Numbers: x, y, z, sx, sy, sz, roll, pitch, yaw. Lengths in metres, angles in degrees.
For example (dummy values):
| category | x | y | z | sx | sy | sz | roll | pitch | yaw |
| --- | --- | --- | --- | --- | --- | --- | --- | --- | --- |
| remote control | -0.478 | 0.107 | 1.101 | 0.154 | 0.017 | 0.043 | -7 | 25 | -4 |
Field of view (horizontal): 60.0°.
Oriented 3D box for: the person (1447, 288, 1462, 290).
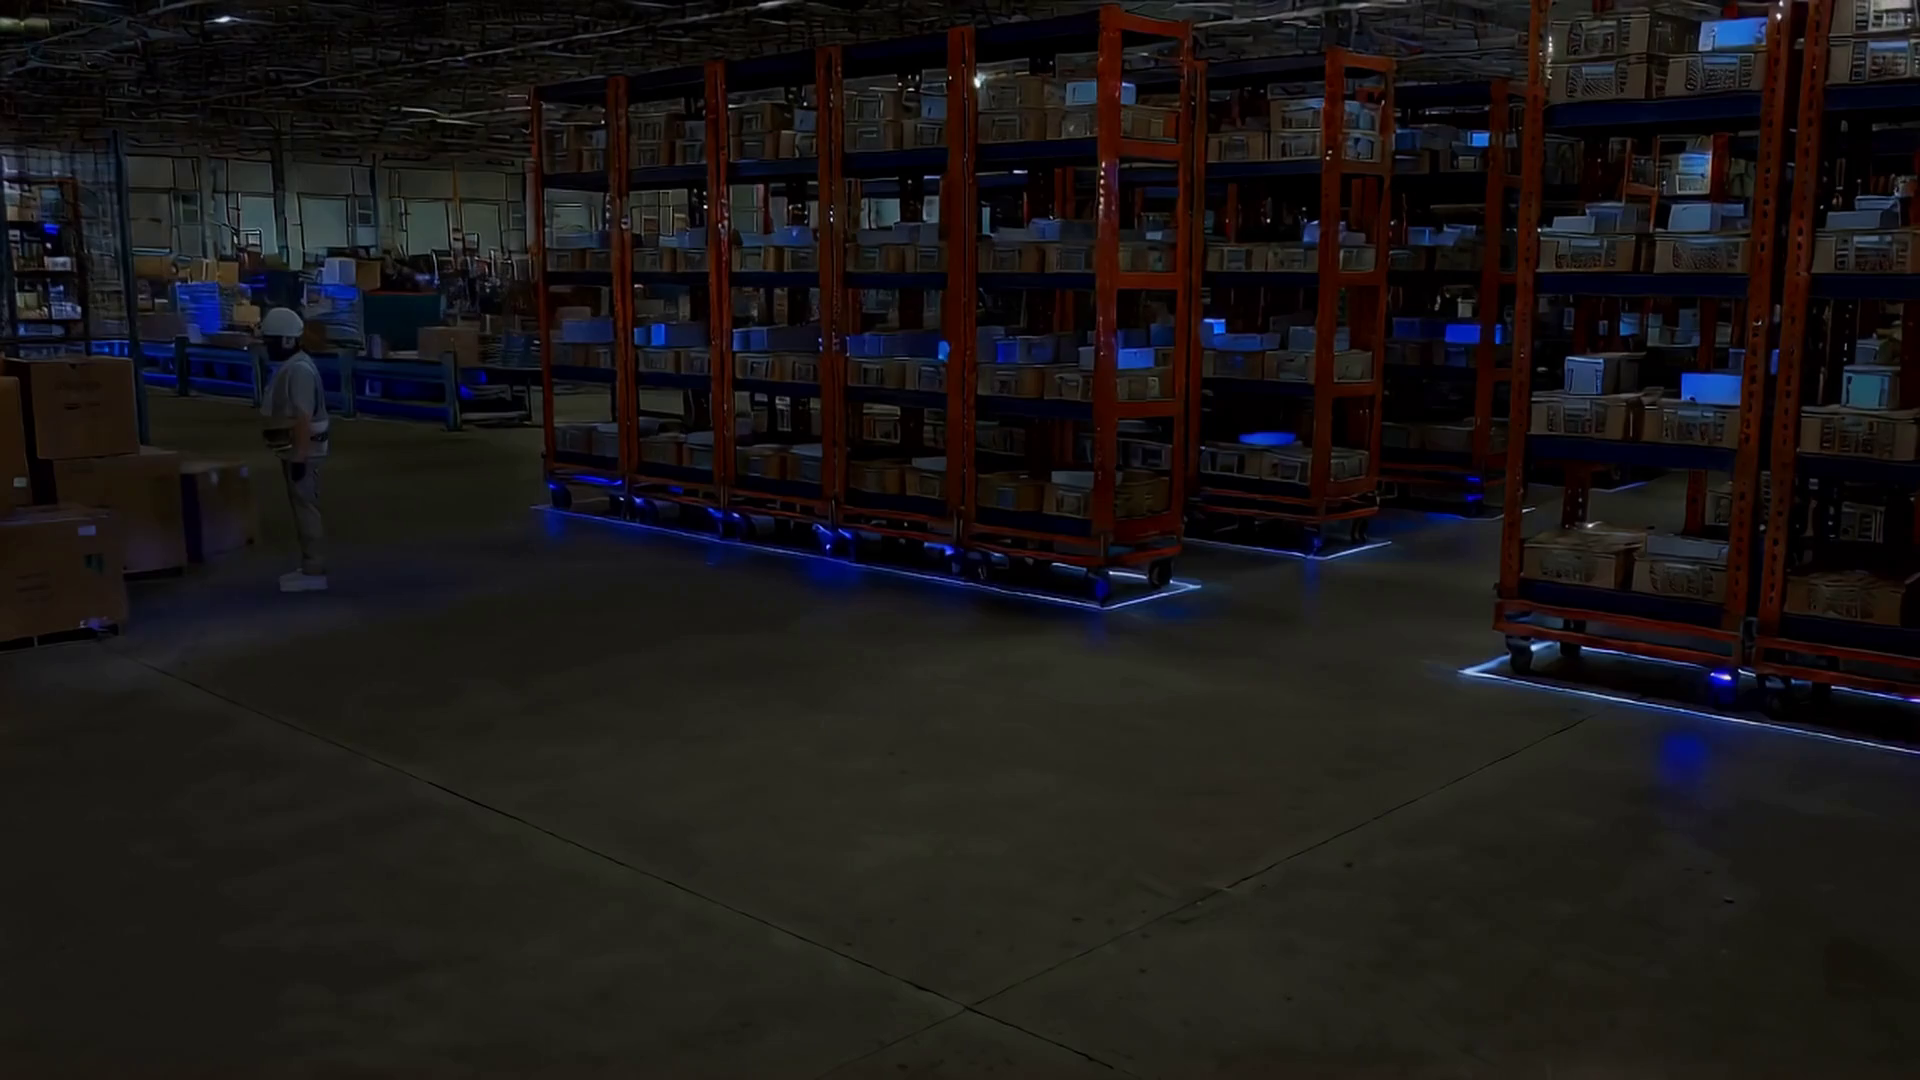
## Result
| category | x | y | z | sx | sy | sz | roll | pitch | yaw |
| --- | --- | --- | --- | --- | --- | --- | --- | --- | --- |
| person | 17.763 | -8.611 | 59.744 | 0.406 | 1.902 | 0.638 | -9 | 13 | -42 |

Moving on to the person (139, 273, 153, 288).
| category | x | y | z | sx | sy | sz | roll | pitch | yaw |
| --- | --- | --- | --- | --- | --- | --- | --- | --- | --- |
| person | -33.930 | -10.167 | 69.291 | 0.640 | 1.905 | 0.962 | 2 | 9 | 12 |

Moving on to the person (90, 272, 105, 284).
| category | x | y | z | sx | sy | sz | roll | pitch | yaw |
| --- | --- | --- | --- | --- | --- | --- | --- | --- | --- |
| person | -36.189 | -10.274 | 69.851 | 0.594 | 1.924 | 0.382 | -9 | 13 | -43 |

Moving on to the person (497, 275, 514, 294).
| category | x | y | z | sx | sy | sz | roll | pitch | yaw |
| --- | --- | --- | --- | --- | --- | --- | --- | --- | --- |
| person | -15.376 | -8.029 | 56.304 | 0.566 | 1.877 | 0.840 | 1 | 9 | 6 |

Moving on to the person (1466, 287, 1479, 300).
| category | x | y | z | sx | sy | sz | roll | pitch | yaw |
| --- | --- | --- | --- | --- | --- | --- | --- | --- | --- |
| person | 14.032 | -6.137 | 45.557 | 0.509 | 1.578 | 0.872 | -5 | 10 | -27 |

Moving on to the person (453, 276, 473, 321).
| category | x | y | z | sx | sy | sz | roll | pitch | yaw |
| --- | --- | --- | --- | --- | --- | --- | --- | --- | --- |
| person | -13.450 | -6.190 | 44.990 | 0.526 | 1.869 | 0.315 | -3 | 10 | -20 |

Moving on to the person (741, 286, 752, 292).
| category | x | y | z | sx | sy | sz | roll | pitch | yaw |
| --- | --- | --- | --- | --- | --- | --- | --- | --- | --- |
| person | -8.938 | -10.183 | 69.338 | 0.378 | 1.931 | 0.775 | 6 | 11 | 34 |

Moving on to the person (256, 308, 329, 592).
| category | x | y | z | sx | sy | sz | roll | pitch | yaw |
| --- | --- | --- | --- | --- | --- | --- | --- | --- | --- |
| person | -4.299 | -0.580 | 10.752 | 0.404 | 1.824 | 0.586 | -5 | 10 | -28 |

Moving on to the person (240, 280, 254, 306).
| category | x | y | z | sx | sy | sz | roll | pitch | yaw |
| --- | --- | --- | --- | --- | --- | --- | --- | --- | --- |
| person | -20.124 | -6.460 | 46.999 | 0.401 | 1.743 | 0.538 | 1 | 9 | 9 |

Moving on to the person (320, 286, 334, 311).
| category | x | y | z | sx | sy | sz | roll | pitch | yaw |
| --- | --- | --- | --- | --- | --- | --- | --- | --- | --- |
| person | -23.957 | -9.177 | 62.993 | 0.366 | 1.996 | 0.651 | 5 | 11 | 30 |

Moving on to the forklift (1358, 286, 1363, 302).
| category | x | y | z | sx | sy | sz | roll | pitch | yaw |
| --- | --- | --- | --- | --- | --- | --- | --- | --- | --- |
| forklift | 11.100 | -7.017 | 46.970 | 1.873 | 2.768 | 1.129 | 9 | 13 | 43 |

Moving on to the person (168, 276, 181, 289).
| category | x | y | z | sx | sy | sz | roll | pitch | yaw |
| --- | --- | --- | --- | --- | --- | --- | --- | --- | --- |
| person | -31.566 | -9.754 | 66.998 | 0.638 | 1.828 | 0.653 | 4 | 10 | 25 |

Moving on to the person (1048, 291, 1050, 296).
| category | x | y | z | sx | sy | sz | roll | pitch | yaw |
| --- | --- | --- | --- | --- | --- | --- | --- | --- | --- |
| person | 2.659 | -7.537 | 53.400 | 0.616 | 1.817 | 0.434 | -8 | 13 | -42 |

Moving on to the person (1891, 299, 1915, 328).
| category | x | y | z | sx | sy | sz | roll | pitch | yaw |
| --- | --- | --- | --- | --- | --- | --- | --- | --- | --- |
| person | 10.955 | -1.940 | 19.118 | 0.579 | 1.802 | 0.638 | 3 | 10 | 18 |
